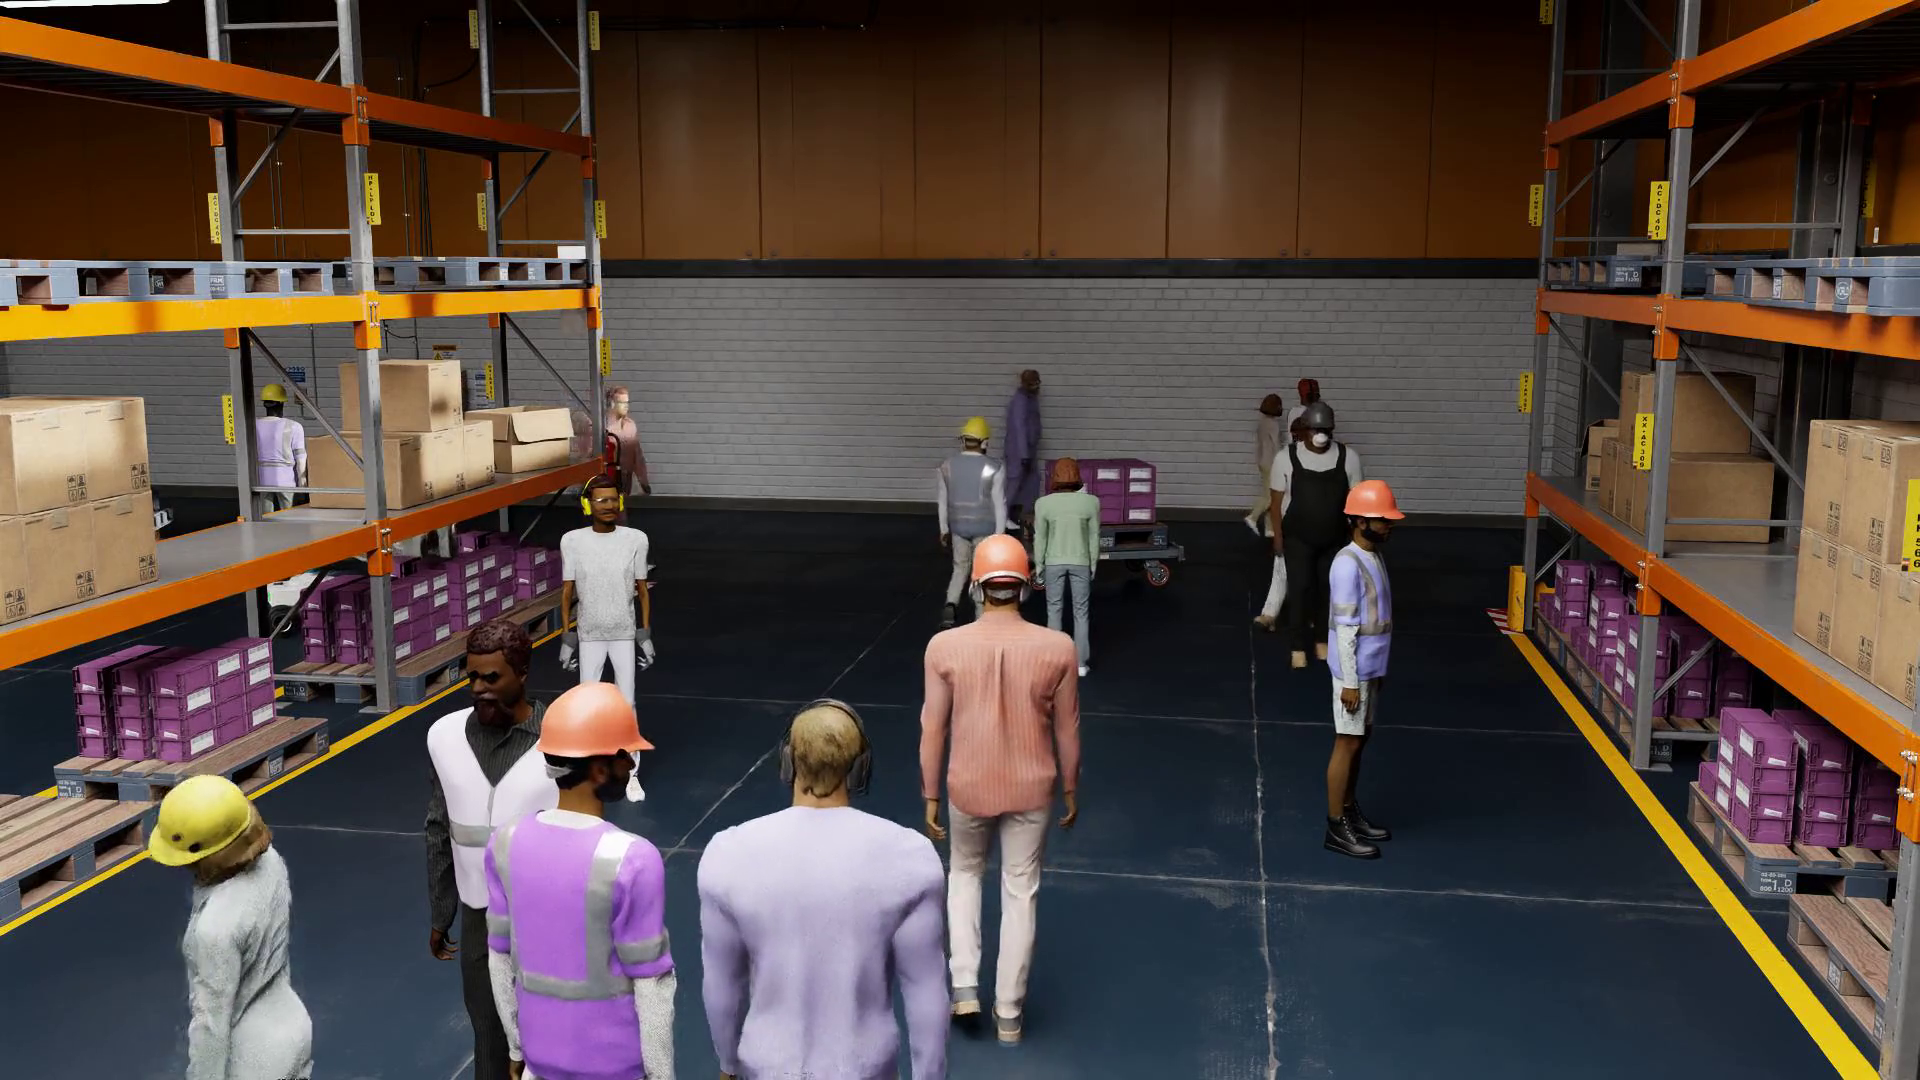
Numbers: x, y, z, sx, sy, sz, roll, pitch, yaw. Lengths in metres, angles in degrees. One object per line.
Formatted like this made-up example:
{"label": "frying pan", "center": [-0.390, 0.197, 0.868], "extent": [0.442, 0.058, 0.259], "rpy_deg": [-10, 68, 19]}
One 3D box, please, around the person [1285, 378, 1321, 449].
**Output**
{"label": "person", "center": [3.570, -0.730, 17.231], "extent": [0.343, 1.882, 0.585], "rpy_deg": [-2, 10, -15]}

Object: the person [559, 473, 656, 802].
{"label": "person", "center": [-1.983, 0.554, 9.337], "extent": [0.532, 1.876, 0.319], "rpy_deg": [-2, 9, -13]}

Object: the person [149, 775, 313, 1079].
{"label": "person", "center": [-1.915, 1.429, 4.505], "extent": [0.336, 1.702, 0.530], "rpy_deg": [0, 9, 1]}

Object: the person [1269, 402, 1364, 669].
{"label": "person", "center": [2.717, -0.053, 12.576], "extent": [0.701, 2.000, 0.840], "rpy_deg": [0, 9, 2]}

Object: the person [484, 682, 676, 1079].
{"label": "person", "center": [-0.966, 1.327, 4.387], "extent": [0.549, 1.934, 0.374], "rpy_deg": [5, 10, 26]}

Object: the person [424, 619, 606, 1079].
{"label": "person", "center": [-1.414, 1.183, 5.331], "extent": [0.597, 1.916, 0.371], "rpy_deg": [2, 9, 11]}

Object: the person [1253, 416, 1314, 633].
{"label": "person", "center": [2.807, -0.115, 13.712], "extent": [0.626, 1.795, 0.944], "rpy_deg": [7, 11, 36]}

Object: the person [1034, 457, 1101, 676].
{"label": "person", "center": [0.791, 0.200, 12.316], "extent": [0.492, 1.624, 0.308], "rpy_deg": [0, 9, 2]}

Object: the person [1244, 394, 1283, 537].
{"label": "person", "center": [3.437, -0.821, 18.568], "extent": [0.473, 1.619, 0.521], "rpy_deg": [-2, 9, -11]}

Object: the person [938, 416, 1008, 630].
{"label": "person", "center": [0.098, -0.104, 13.588], "extent": [0.608, 1.812, 0.574], "rpy_deg": [4, 10, 23]}

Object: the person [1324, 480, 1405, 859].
{"label": "person", "center": [2.076, 0.651, 8.551], "extent": [0.356, 1.936, 0.551], "rpy_deg": [5, 10, 26]}

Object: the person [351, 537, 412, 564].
{"label": "person", "center": [-5.832, -0.637, 16.708], "extent": [0.990, 1.858, 0.599], "rpy_deg": [6, 11, 31]}

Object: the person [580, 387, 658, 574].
{"label": "person", "center": [-3.290, -0.552, 16.215], "extent": [0.998, 1.850, 0.694], "rpy_deg": [5, 11, 29]}

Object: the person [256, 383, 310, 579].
{"label": "person", "center": [-6.506, -0.529, 15.864], "extent": [0.594, 1.924, 0.382], "rpy_deg": [0, 9, -3]}

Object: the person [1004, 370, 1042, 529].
{"label": "person", "center": [0.719, -1.031, 19.150], "extent": [0.648, 1.863, 0.665], "rpy_deg": [3, 10, 18]}

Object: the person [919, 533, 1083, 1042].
{"label": "person", "center": [0.165, 0.962, 6.501], "extent": [0.632, 1.975, 0.458], "rpy_deg": [1, 9, 4]}

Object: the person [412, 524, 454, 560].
{"label": "person", "center": [-4.996, -0.461, 15.715], "extent": [0.596, 1.837, 0.404], "rpy_deg": [-4, 10, -23]}

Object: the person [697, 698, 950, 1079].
{"label": "person", "center": [-0.345, 1.362, 4.242], "extent": [0.630, 1.917, 0.496], "rpy_deg": [-1, 9, -4]}

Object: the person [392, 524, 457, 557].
{"label": "person", "center": [-5.681, -0.781, 17.316], "extent": [0.863, 1.957, 0.643], "rpy_deg": [-3, 10, -18]}

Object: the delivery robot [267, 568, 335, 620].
{"label": "delivery robot", "center": [-5.350, 0.450, 13.756], "extent": [0.707, 0.478, 0.477], "rpy_deg": [-3, 10, -17]}
